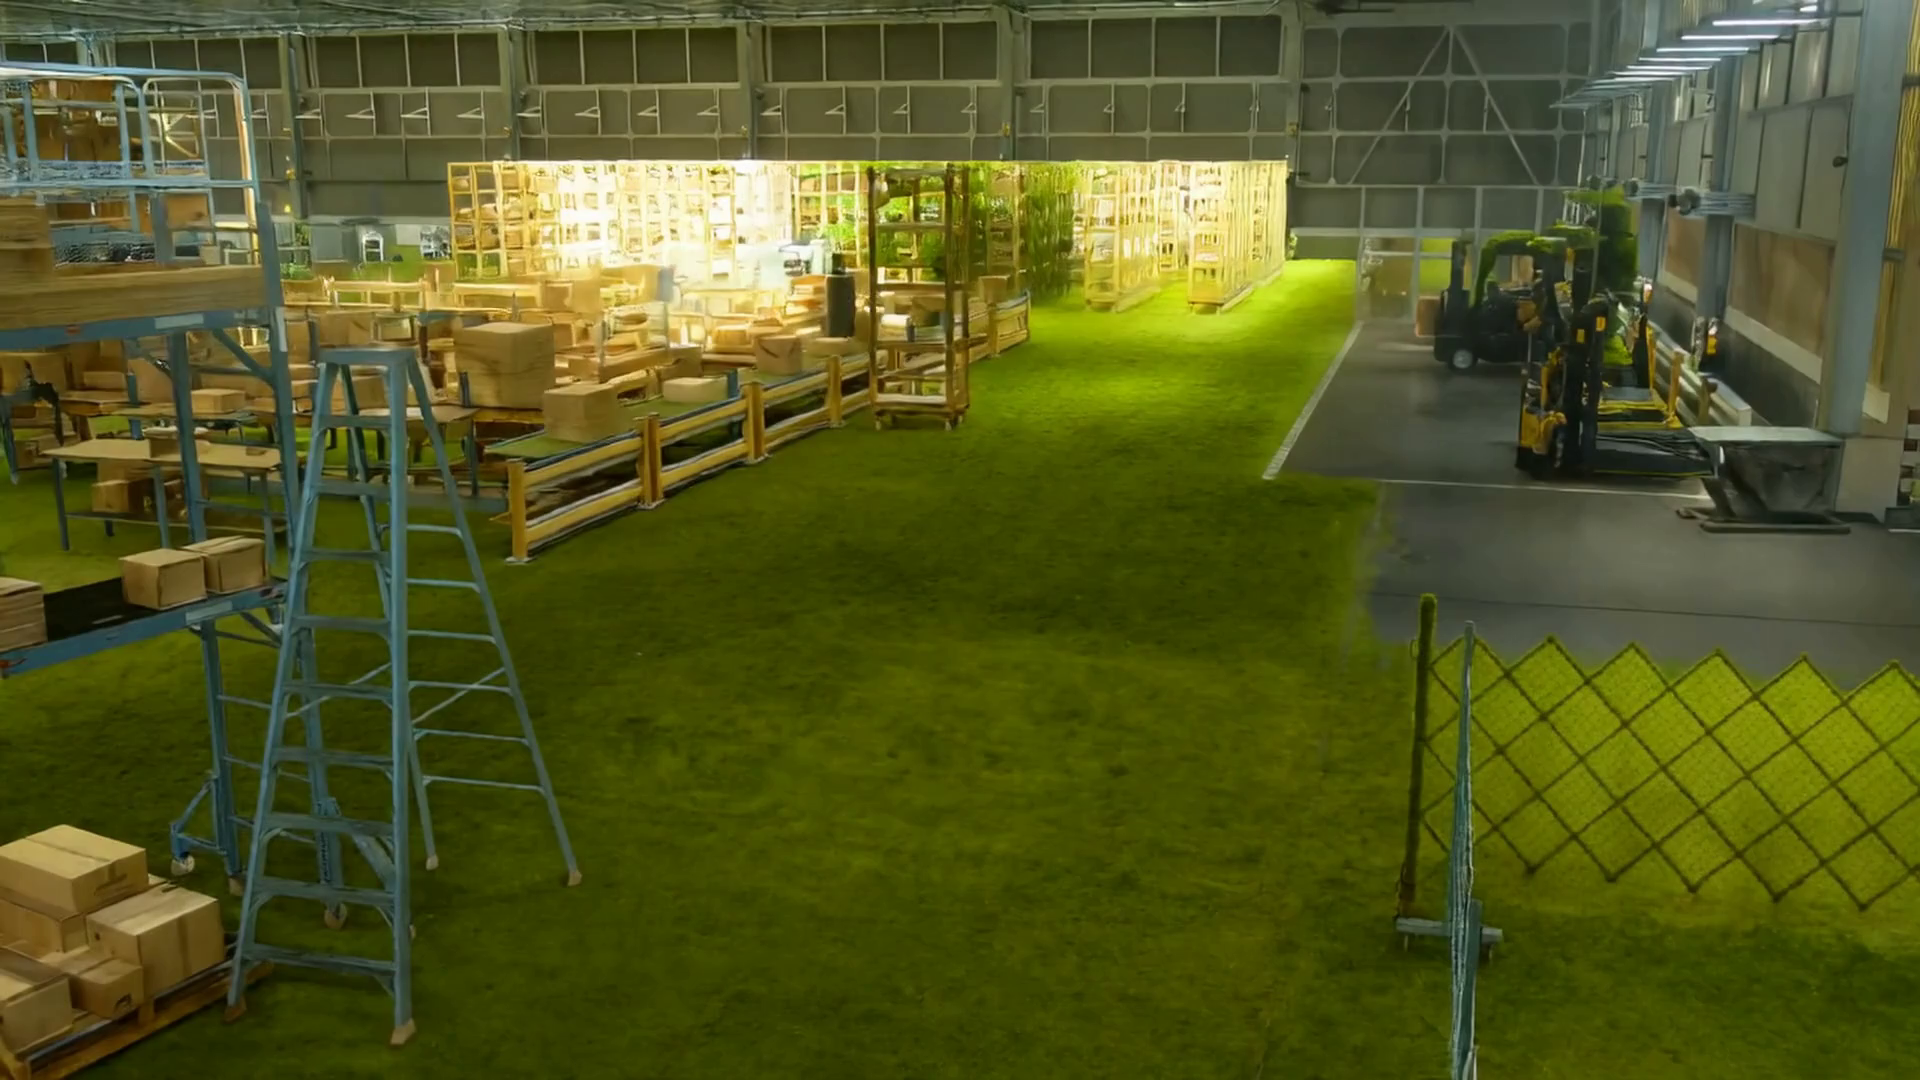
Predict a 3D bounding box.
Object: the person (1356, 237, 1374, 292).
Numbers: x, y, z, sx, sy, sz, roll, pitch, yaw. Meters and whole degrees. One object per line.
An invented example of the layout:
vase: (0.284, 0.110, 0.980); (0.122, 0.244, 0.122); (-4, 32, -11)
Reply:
person: (9.856, -6.454, 40.472); (0.404, 1.824, 0.586); (11, 17, 39)

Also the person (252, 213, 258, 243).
person: (-26.000, -11.329, 61.738); (0.493, 1.720, 0.661); (-12, 18, -42)

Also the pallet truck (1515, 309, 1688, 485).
pallet truck: (7.554, -1.677, 19.446); (1.885, 1.965, 0.823); (3, 13, 14)

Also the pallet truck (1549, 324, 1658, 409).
pallet truck: (9.824, -2.669, 25.407); (1.601, 1.201, 0.680); (4, 14, 16)

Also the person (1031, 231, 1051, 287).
person: (2.256, -8.040, 47.329); (0.861, 1.808, 0.608); (4, 14, 15)

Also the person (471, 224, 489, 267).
person: (-14.611, -8.900, 50.840); (0.636, 1.911, 0.406); (11, 17, 39)

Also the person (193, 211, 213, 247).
person: (-25.614, -10.160, 56.291); (0.605, 1.916, 0.959); (-3, 13, -14)

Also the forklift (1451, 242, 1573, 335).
forklift: (10.464, -4.597, 31.405); (2.680, 1.987, 1.157); (4, 14, 16)

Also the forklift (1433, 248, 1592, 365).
forklift: (9.780, -4.111, 29.280); (2.680, 1.987, 1.157); (3, 13, 14)

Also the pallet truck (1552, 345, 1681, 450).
pallet truck: (8.641, -1.896, 21.908); (1.630, 1.274, 0.653); (4, 14, 16)

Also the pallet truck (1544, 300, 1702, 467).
pallet truck: (8.263, -1.952, 20.631); (1.885, 1.965, 0.823); (5, 14, 20)

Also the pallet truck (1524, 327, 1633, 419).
pallet truck: (9.065, -2.460, 24.370); (1.522, 1.261, 0.704); (3, 13, 14)

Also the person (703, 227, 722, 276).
person: (-7.475, -9.179, 52.126); (1.205, 1.891, 0.636); (2, 13, 8)
